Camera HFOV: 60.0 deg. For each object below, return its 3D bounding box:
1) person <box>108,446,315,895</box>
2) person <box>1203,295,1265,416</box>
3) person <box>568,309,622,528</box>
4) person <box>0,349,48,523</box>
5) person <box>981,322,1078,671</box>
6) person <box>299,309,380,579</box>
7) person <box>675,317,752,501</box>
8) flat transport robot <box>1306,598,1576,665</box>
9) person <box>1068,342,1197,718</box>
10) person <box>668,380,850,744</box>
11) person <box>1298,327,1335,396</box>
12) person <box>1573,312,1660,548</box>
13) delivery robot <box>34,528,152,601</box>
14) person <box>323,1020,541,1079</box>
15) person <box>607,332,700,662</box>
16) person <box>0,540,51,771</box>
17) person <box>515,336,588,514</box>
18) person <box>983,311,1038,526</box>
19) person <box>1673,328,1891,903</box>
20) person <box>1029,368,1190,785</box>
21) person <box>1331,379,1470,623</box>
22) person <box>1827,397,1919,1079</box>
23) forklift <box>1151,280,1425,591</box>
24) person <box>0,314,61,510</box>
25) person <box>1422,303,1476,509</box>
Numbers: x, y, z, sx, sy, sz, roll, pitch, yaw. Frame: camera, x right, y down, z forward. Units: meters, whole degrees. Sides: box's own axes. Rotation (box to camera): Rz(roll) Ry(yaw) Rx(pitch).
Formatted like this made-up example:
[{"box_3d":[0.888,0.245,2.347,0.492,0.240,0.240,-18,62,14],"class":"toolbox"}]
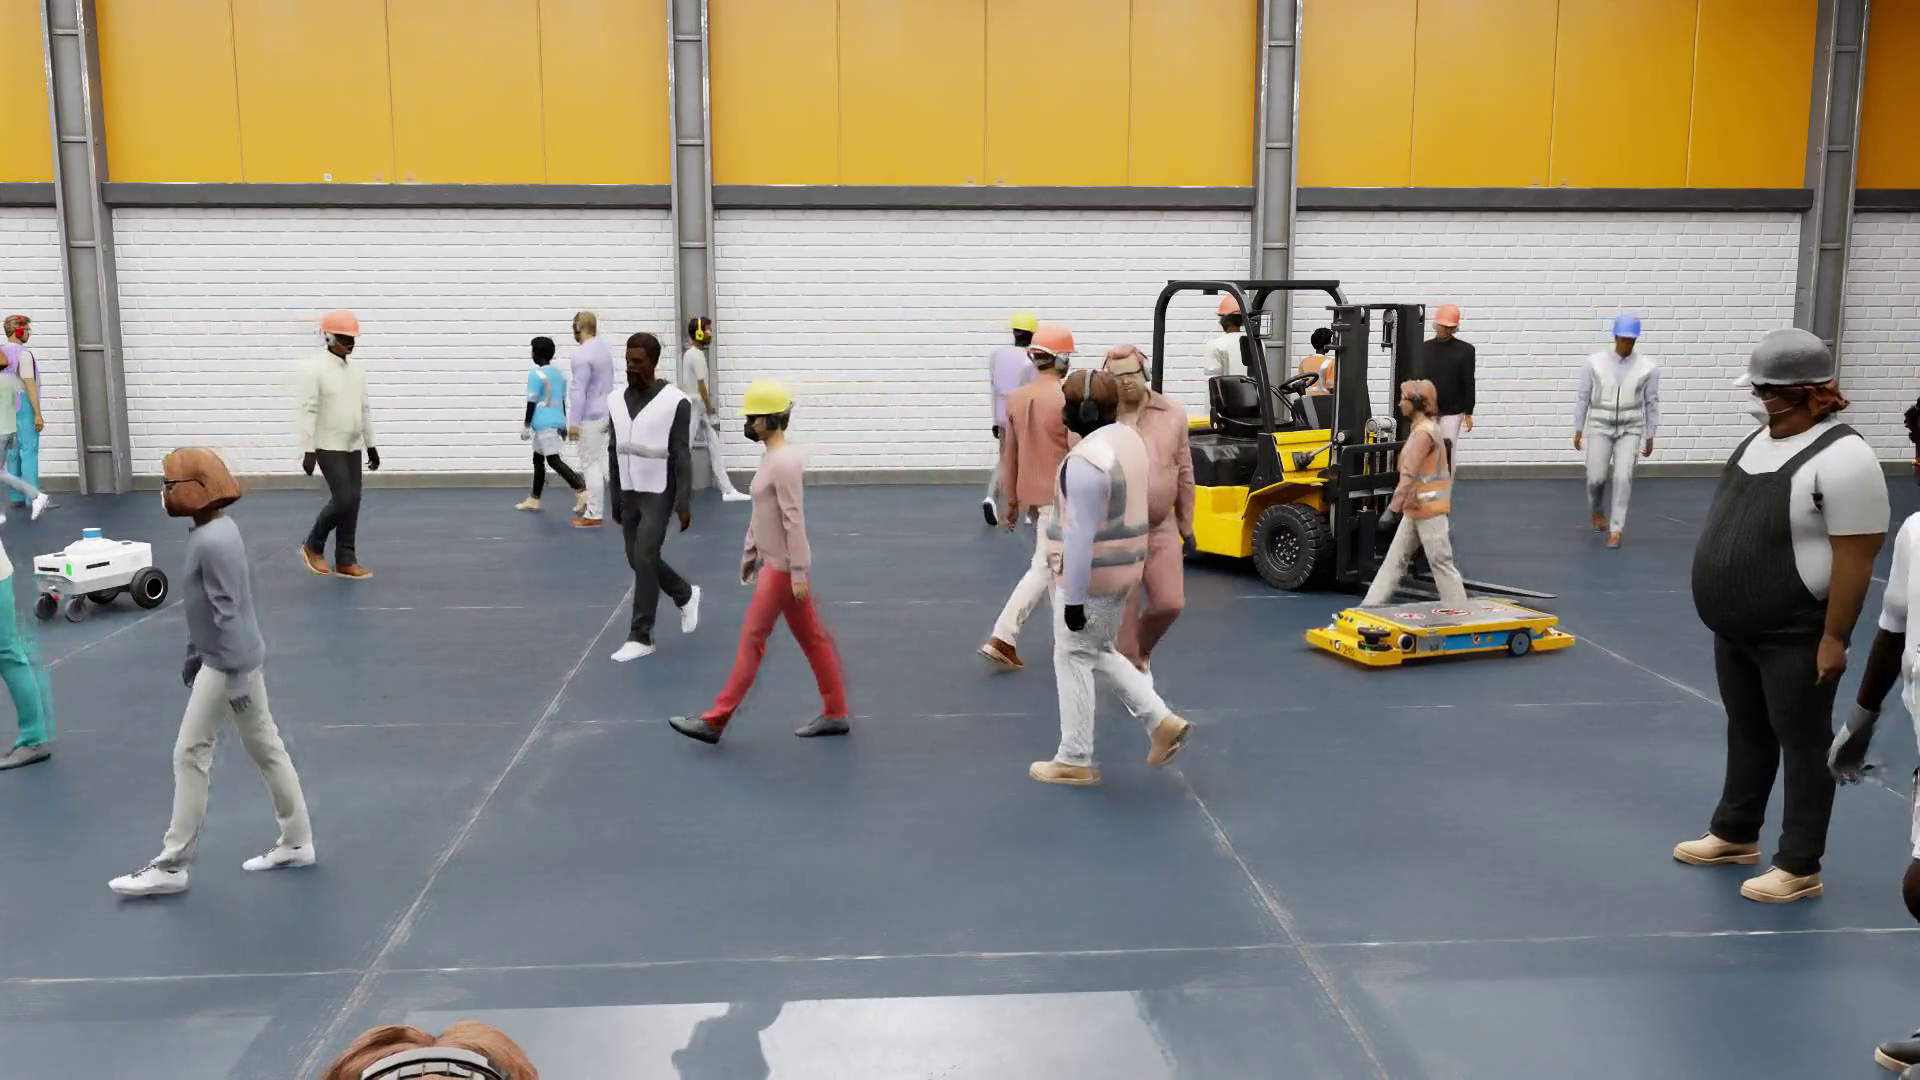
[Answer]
[{"box_3d":[-2.750,0.466,6.001,0.777,1.597,0.521,-4,10,-22],"class":"person"},{"box_3d":[2.391,-1.144,14.733,0.616,2.041,0.378,-4,10,-24],"class":"person"},{"box_3d":[-3.161,-1.047,14.513,0.484,1.919,0.645,1,9,4],"class":"person"},{"box_3d":[-8.479,-0.933,14.760,0.598,1.613,0.511,-1,9,-6],"class":"person"},{"box_3d":[0.471,-0.252,9.429,0.996,1.958,0.610,-7,11,-36],"class":"person"},{"box_3d":[-4.480,-0.678,12.024,0.456,1.973,0.648,3,9,17],"class":"person"},{"box_3d":[-2.562,-1.243,16.110,0.990,1.815,0.524,-1,9,-8],"class":"person"},{"box_3d":[2.835,0.524,9.803,1.431,0.197,0.652,-3,10,-21],"class":"flat transport robot"},{"box_3d":[0.869,-0.053,8.378,0.677,1.884,0.491,-2,9,-15],"class":"person"},{"box_3d":[-0.936,0.114,7.818,0.902,1.716,0.553,-2,9,-12],"class":"person"},{"box_3d":[3.628,-1.303,16.838,0.320,1.694,0.531,-5,10,-28],"class":"person"},{"box_3d":[5.353,-0.901,13.585,0.647,1.920,0.632,3,10,18],"class":"person"},{"box_3d":[-5.664,0.164,10.882,0.477,0.478,0.707,3,10,20],"class":"delivery robot"},{"box_3d":[-0.395,1.188,1.357,0.514,1.641,0.307,-4,10,-22],"class":"person"},{"box_3d":[-1.798,-0.279,9.785,0.593,1.896,0.821,5,11,31],"class":"person"},{"box_3d":[-4.439,0.193,7.280,0.542,1.738,0.751,8,12,42],"class":"person"},{"box_3d":[-3.779,-1.067,15.455,0.843,1.661,0.529,2,9,12],"class":"person"},{"box_3d":[0.498,-1.059,14.627,0.619,1.907,0.707,6,11,35],"class":"person"},{"box_3d":[2.893,0.258,5.939,0.536,2.000,0.678,-1,9,-8],"class":"person"},{"box_3d":[0.631,0.173,7.152,0.586,1.821,0.640,5,10,27],"class":"person"},{"box_3d":[2.702,-0.159,9.958,0.853,1.593,0.523,2,9,11],"class":"person"},{"box_3d":[2.661,0.548,4.423,0.506,1.936,0.682,0,9,1],"class":"person"},{"box_3d":[2.301,-0.860,12.475,1.214,2.155,2.313,-6,11,-35],"class":"forklift"},{"box_3d":[-8.865,-1.198,15.693,0.567,1.846,0.389,6,11,33],"class":"person"},{"box_3d":[4.486,-1.221,15.502,0.647,1.960,0.527,7,12,38],"class":"person"}]
